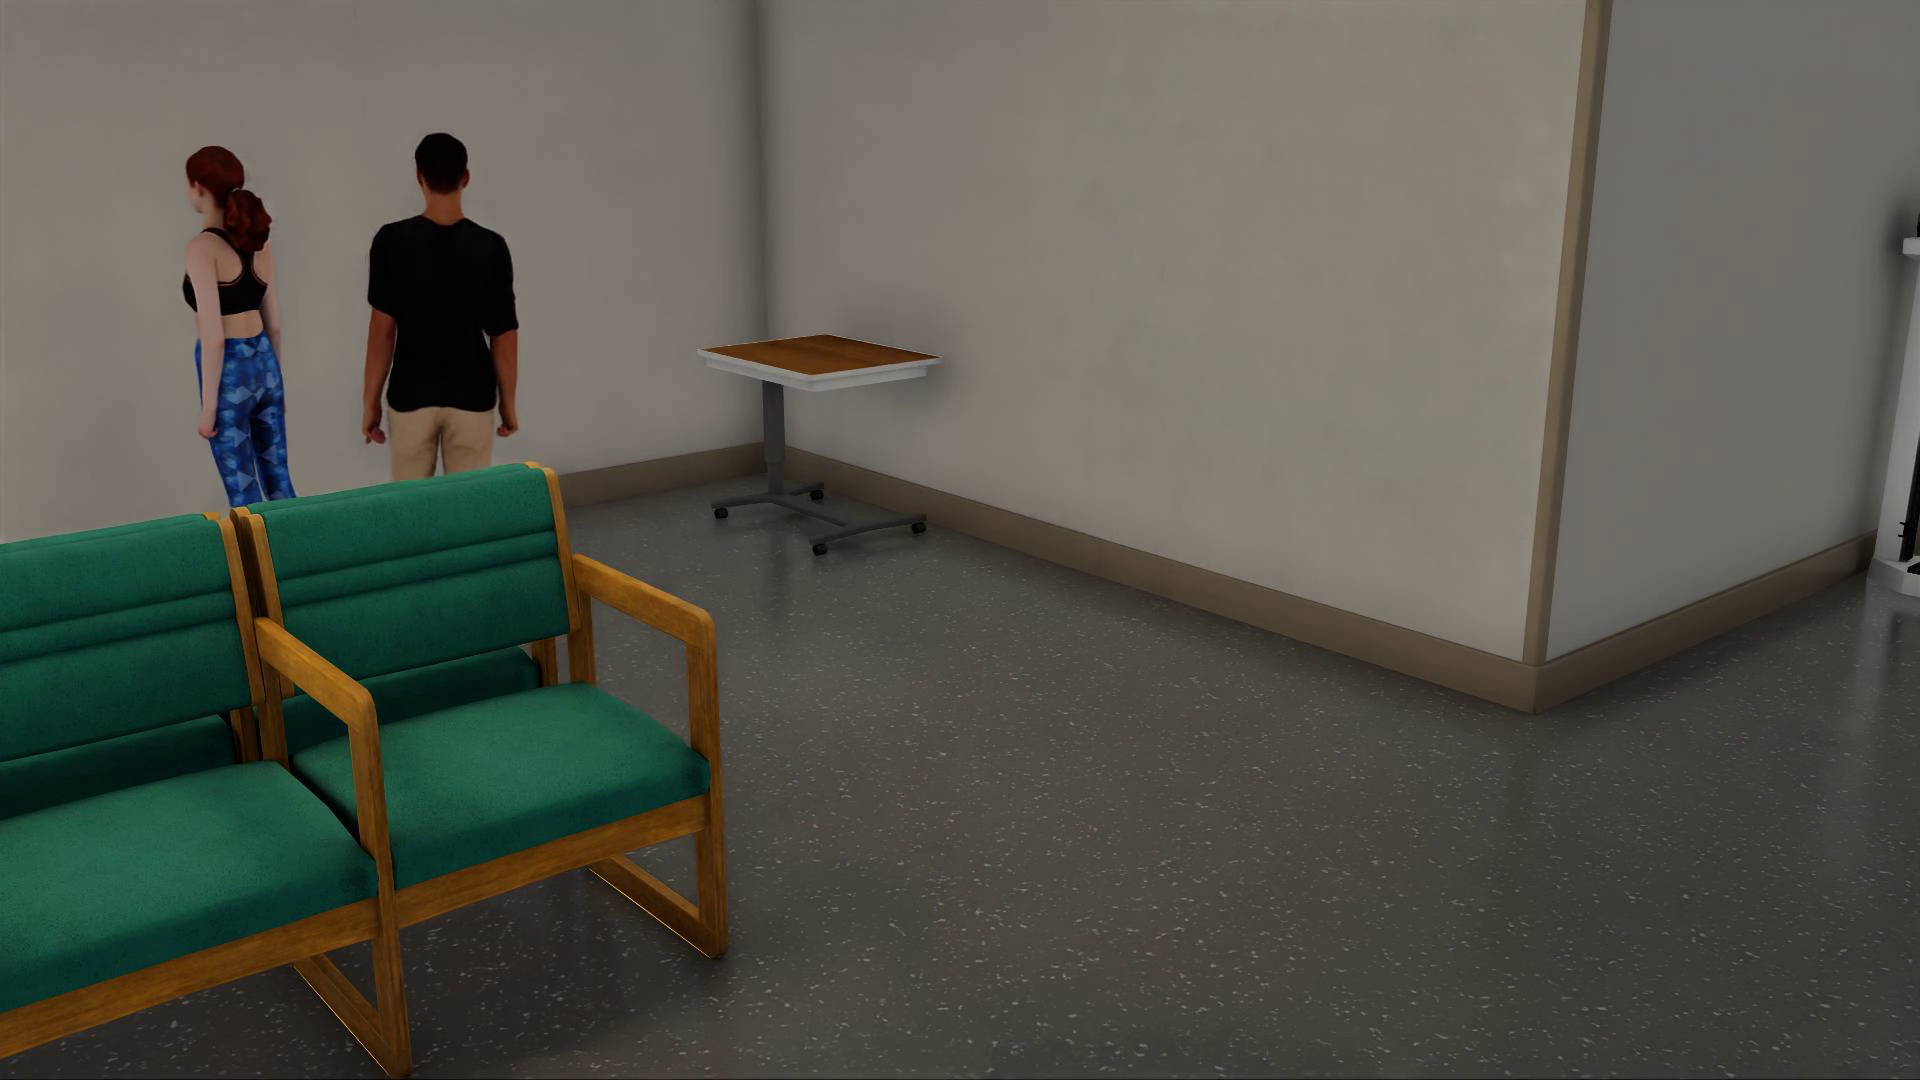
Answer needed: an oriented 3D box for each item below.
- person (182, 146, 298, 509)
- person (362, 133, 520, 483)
[{"bbox_3d":[-2.569,-0.496,5.959,0.705,1.784,0.669,5,16,16],"label":"person"},{"bbox_3d":[-1.739,-0.419,5.613,0.845,1.825,0.898,-5,17,-18],"label":"person"}]
